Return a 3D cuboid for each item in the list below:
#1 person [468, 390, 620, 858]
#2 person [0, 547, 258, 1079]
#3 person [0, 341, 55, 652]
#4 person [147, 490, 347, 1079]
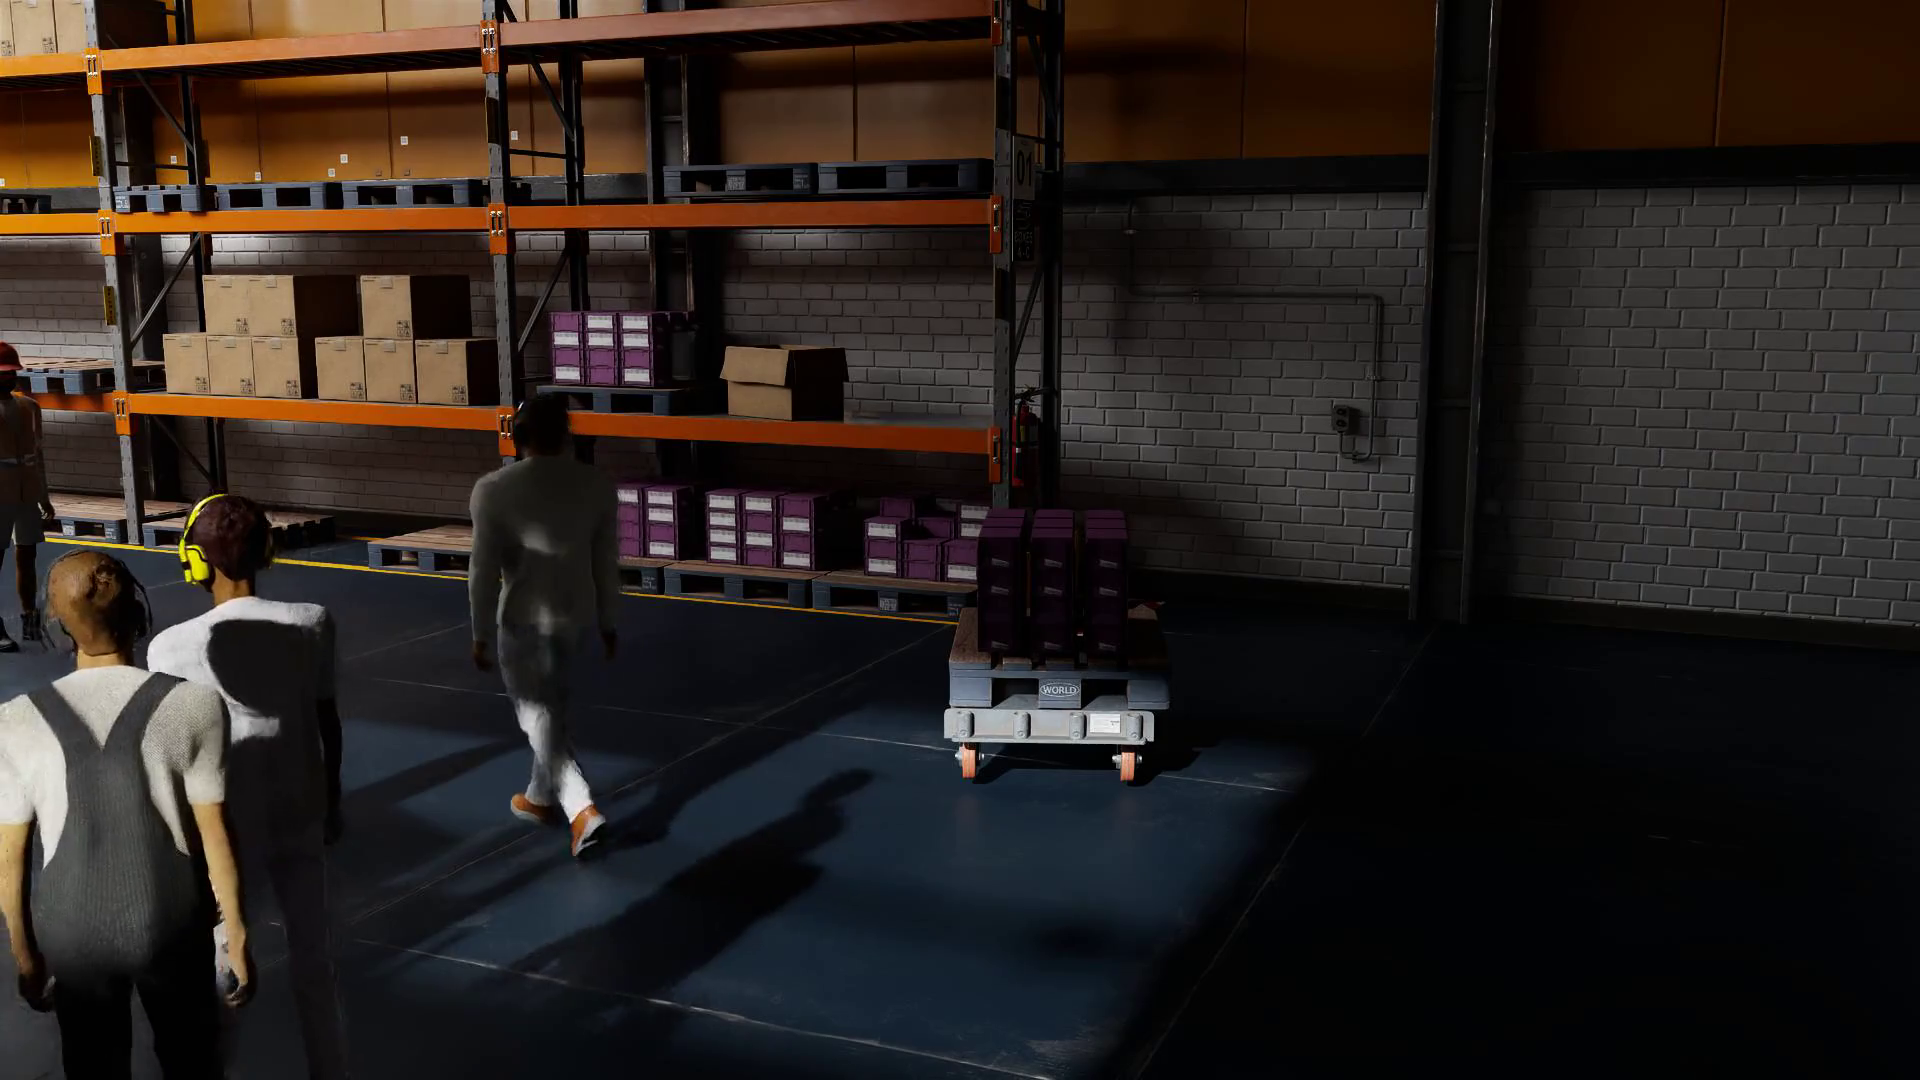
[{"bbox_3d":[-1.681,0.337,6.871,0.637,1.907,0.931,-8,12,-39],"label":"person"},{"bbox_3d":[-1.888,0.913,3.788,0.535,1.797,0.965,-3,10,-17],"label":"person"},{"bbox_3d":[-5.962,-0.277,10.442,0.358,1.938,0.542,5,11,26],"label":"person"},{"bbox_3d":[-1.910,0.768,4.505,0.545,1.820,0.947,-8,13,-41],"label":"person"}]
